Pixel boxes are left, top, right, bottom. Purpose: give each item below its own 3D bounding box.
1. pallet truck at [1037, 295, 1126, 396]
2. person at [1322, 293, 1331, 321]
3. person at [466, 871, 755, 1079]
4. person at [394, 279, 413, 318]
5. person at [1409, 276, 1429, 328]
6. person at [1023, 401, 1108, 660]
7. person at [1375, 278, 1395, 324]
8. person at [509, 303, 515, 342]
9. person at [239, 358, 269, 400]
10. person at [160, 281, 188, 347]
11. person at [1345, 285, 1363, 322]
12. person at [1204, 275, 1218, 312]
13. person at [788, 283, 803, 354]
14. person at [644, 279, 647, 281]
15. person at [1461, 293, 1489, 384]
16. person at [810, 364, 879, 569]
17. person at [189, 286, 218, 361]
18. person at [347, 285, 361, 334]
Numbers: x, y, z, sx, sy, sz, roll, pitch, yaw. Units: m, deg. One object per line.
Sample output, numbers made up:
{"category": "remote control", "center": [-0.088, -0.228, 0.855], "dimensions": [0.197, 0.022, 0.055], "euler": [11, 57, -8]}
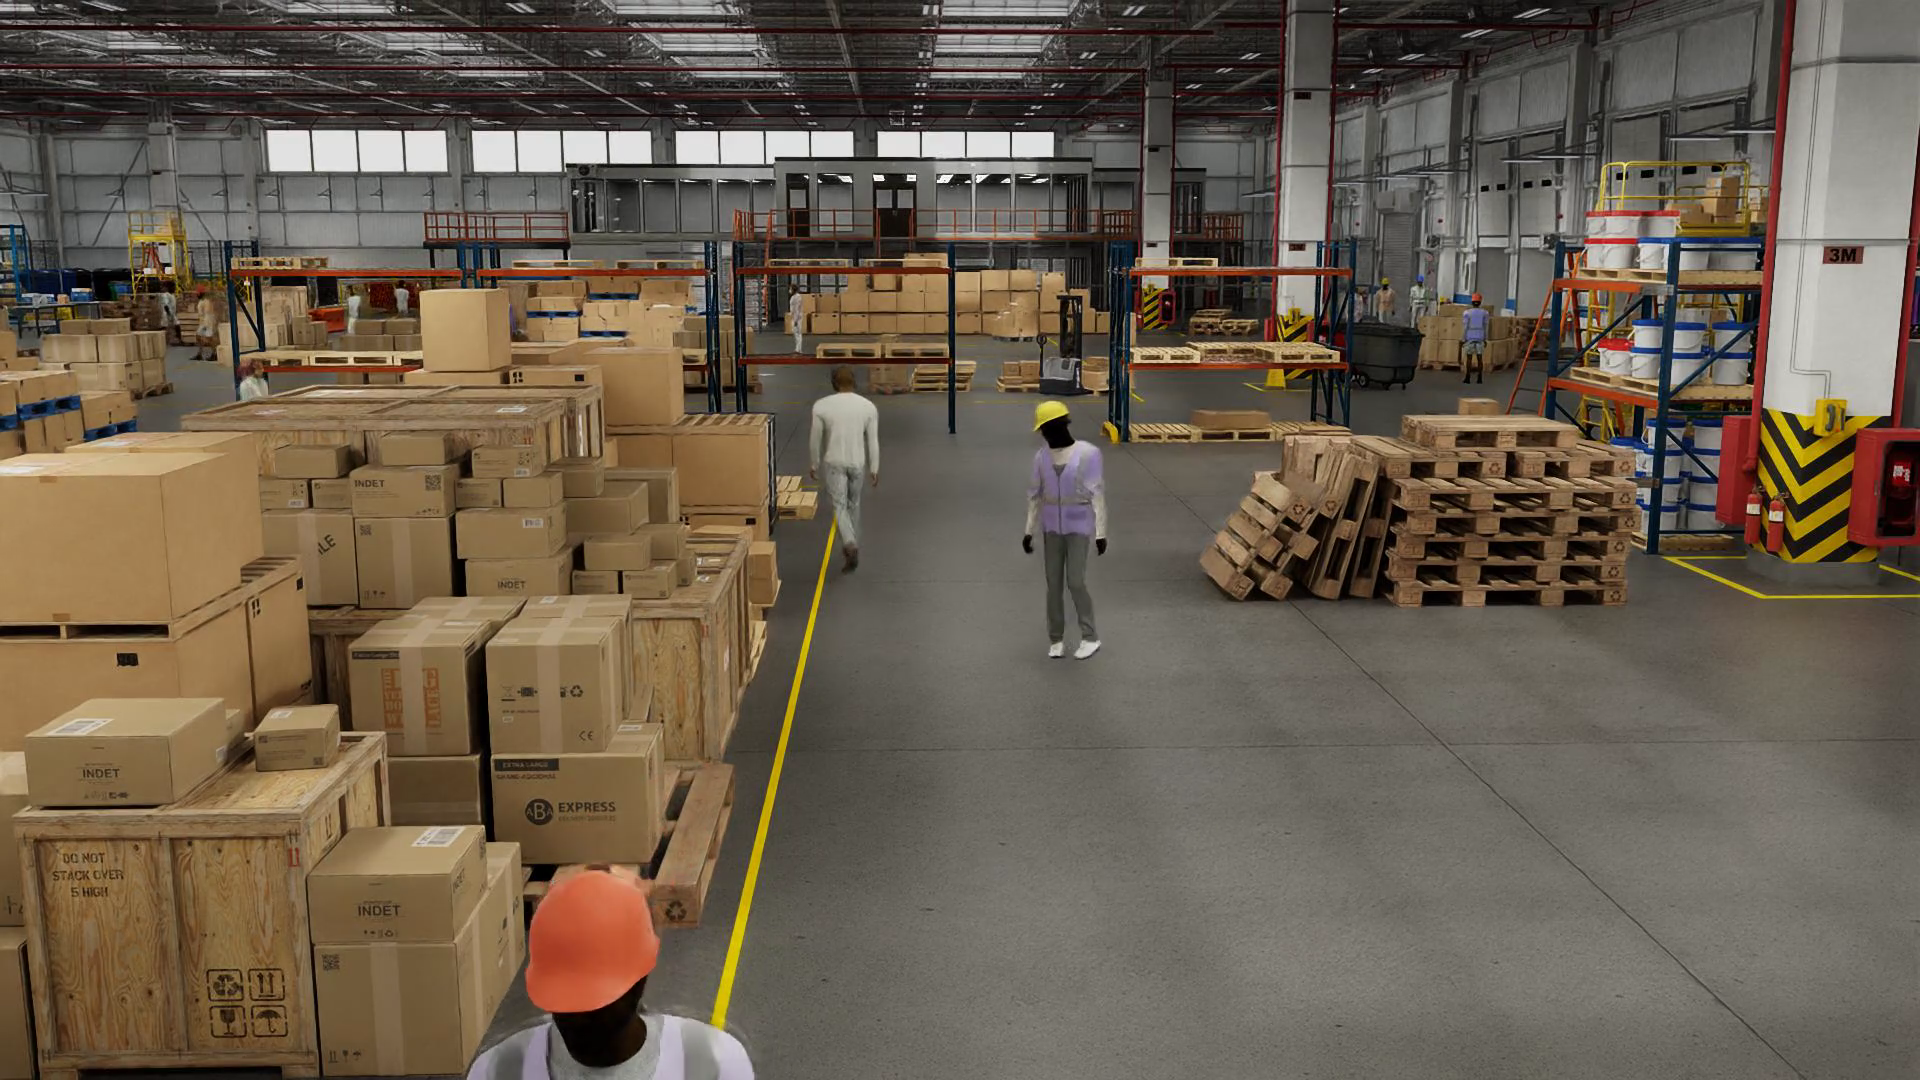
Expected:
{"category": "pallet truck", "center": [2.483, -3.881, 33.060], "dimensions": [1.885, 1.965, 0.823], "euler": [-7, 13, -36]}
{"category": "person", "center": [8.807, -5.194, 40.861], "dimensions": [0.624, 1.825, 0.563], "euler": [7, 12, 33]}
{"category": "person", "center": [-0.665, 1.544, 3.121], "dimensions": [0.573, 1.891, 0.929], "euler": [0, 10, -1]}
{"category": "person", "center": [-17.570, -7.310, 52.565], "dimensions": [0.520, 1.857, 0.395], "euler": [2, 10, 12]}
{"category": "person", "center": [14.891, -7.597, 53.935], "dimensions": [0.610, 1.939, 0.417], "euler": [1, 10, 8]}
{"category": "person", "center": [0.778, -0.063, 12.160], "dimensions": [0.647, 1.873, 0.471], "euler": [5, 12, 28]}
{"category": "person", "center": [13.212, -7.188, 51.705], "dimensions": [0.595, 1.914, 0.576], "euler": [3, 11, 17]}
{"category": "person", "center": [-10.836, -4.995, 39.487], "dimensions": [0.597, 1.916, 0.371], "euler": [4, 11, 20]}
{"category": "person", "center": [-8.582, -1.414, 20.360], "dimensions": [0.377, 1.629, 0.514], "euler": [3, 11, 16]}
{"category": "person", "center": [-22.798, -6.494, 47.820], "dimensions": [0.951, 1.931, 0.593], "euler": [1, 10, 6]}
{"category": "person", "center": [11.139, -6.325, 47.204], "dimensions": [0.669, 1.816, 0.642], "euler": [-7, 13, -36]}
{"category": "person", "center": [10.804, -10.781, 71.542], "dimensions": [0.612, 1.986, 0.407], "euler": [3, 11, 17]}
{"category": "person", "center": [-4.376, -5.869, 44.346], "dimensions": [0.369, 1.933, 0.625], "euler": [-3, 11, -18]}
{"category": "person", "center": [-10.117, -7.498, 53.636], "dimensions": [0.506, 1.847, 0.346], "euler": [5, 11, 25]}
{"category": "person", "center": [11.037, -4.321, 35.681], "dimensions": [0.551, 1.935, 0.371], "euler": [1, 10, 5]}
{"category": "person", "center": [-1.067, -0.693, 15.599], "dimensions": [0.633, 1.903, 0.911], "euler": [-4, 11, -22]}
{"category": "person", "center": [-19.267, -5.473, 42.174], "dimensions": [0.562, 1.905, 0.796], "euler": [10, 14, 44]}
{"category": "person", "center": [-16.865, -6.203, 46.453], "dimensions": [0.519, 1.840, 0.814], "euler": [5, 11, 24]}
